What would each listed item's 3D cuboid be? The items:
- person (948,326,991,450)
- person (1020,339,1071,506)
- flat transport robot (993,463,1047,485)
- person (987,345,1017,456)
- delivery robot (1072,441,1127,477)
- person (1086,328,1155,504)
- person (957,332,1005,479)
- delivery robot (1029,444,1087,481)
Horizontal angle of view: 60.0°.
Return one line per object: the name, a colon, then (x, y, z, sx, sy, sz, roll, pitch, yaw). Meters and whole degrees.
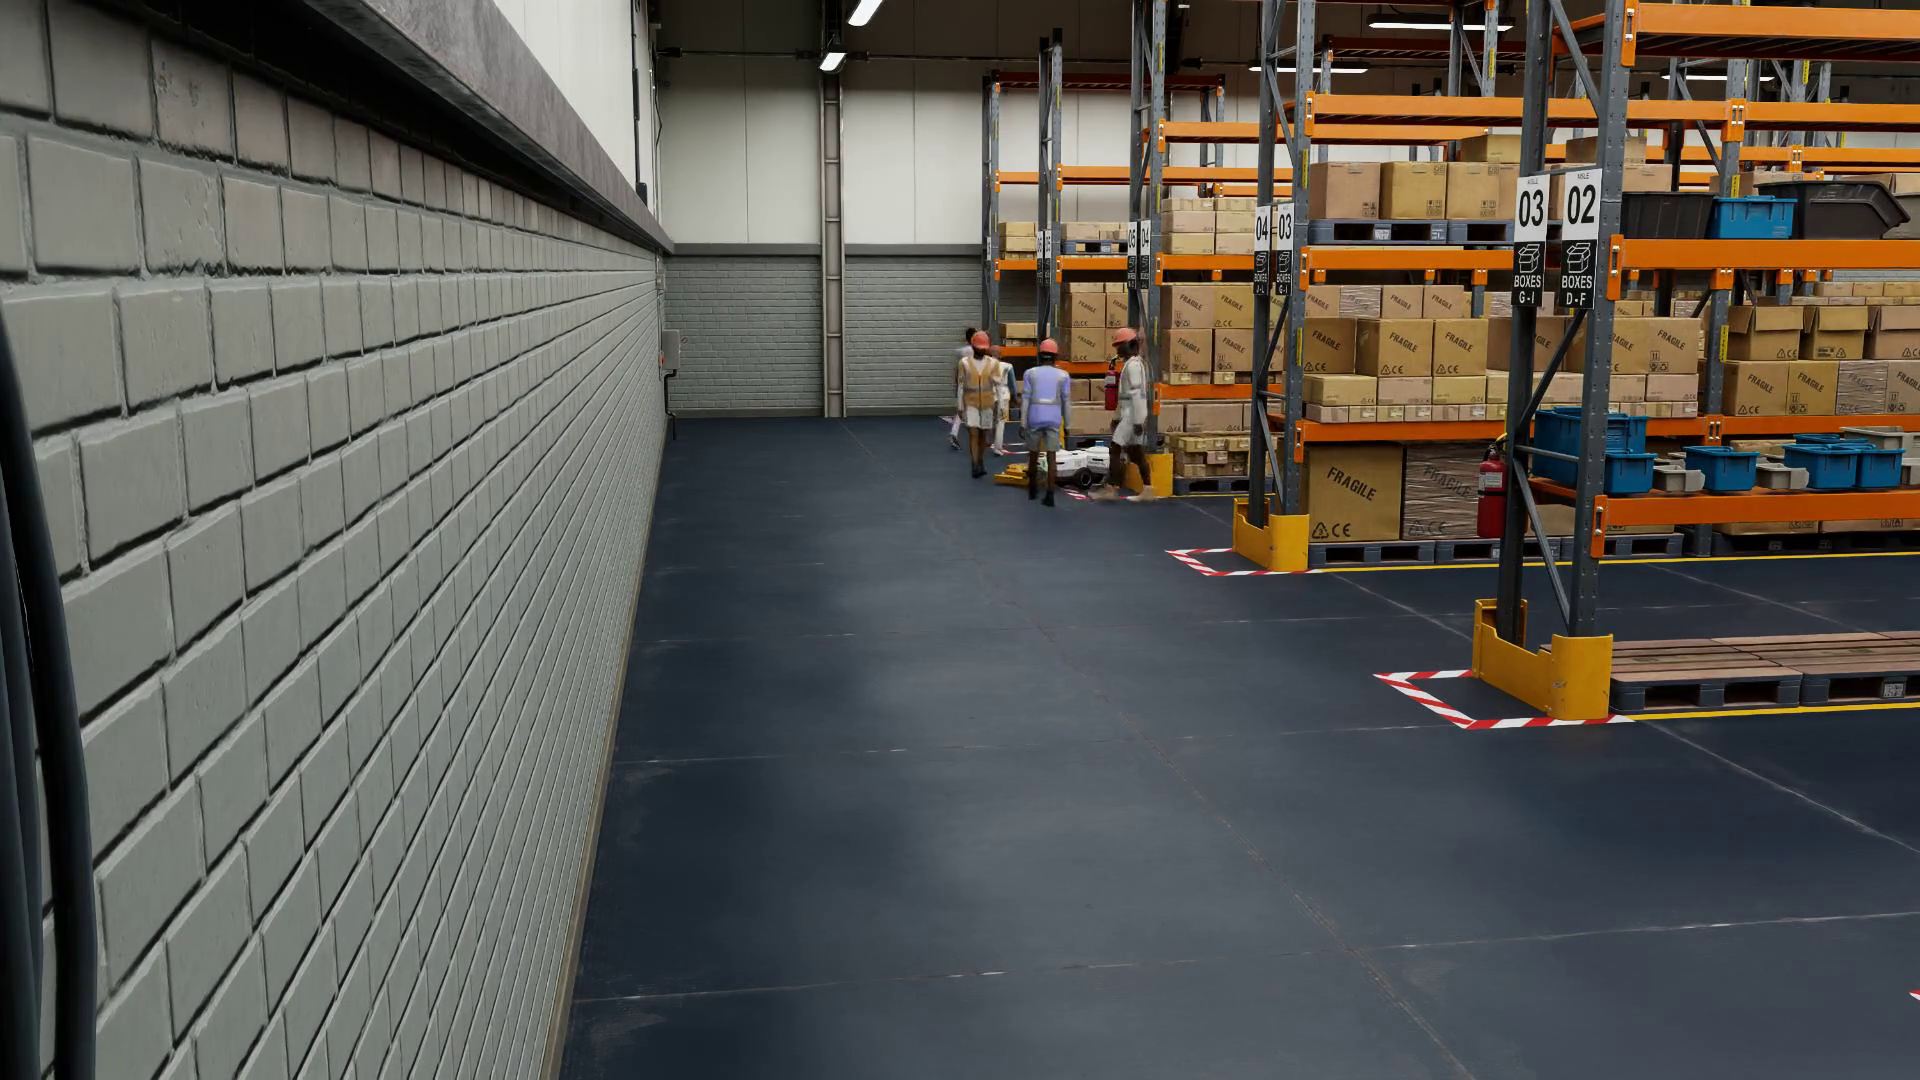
person: (0.124, -2.256, 24.718, 0.529, 1.836, 0.918, 7, 11, 36)
person: (0.975, -1.344, 18.997, 0.571, 1.874, 0.929, 0, 9, 0)
flat transport robot: (1.145, -0.864, 20.920, 1.431, 0.197, 0.652, -9, 13, -44)
person: (0.540, -2.009, 23.955, 0.525, 1.580, 0.899, 2, 9, 14)
delivery robot: (1.715, -0.980, 20.474, 0.477, 0.478, 0.707, -9, 13, -43)
person: (1.817, -1.400, 18.899, 0.920, 1.999, 0.627, 1, 9, 6)
person: (0.272, -1.717, 21.243, 0.590, 1.866, 1.041, -1, 9, -6)
delivery robot: (1.183, -0.918, 20.090, 0.707, 0.478, 0.477, -6, 11, -34)
